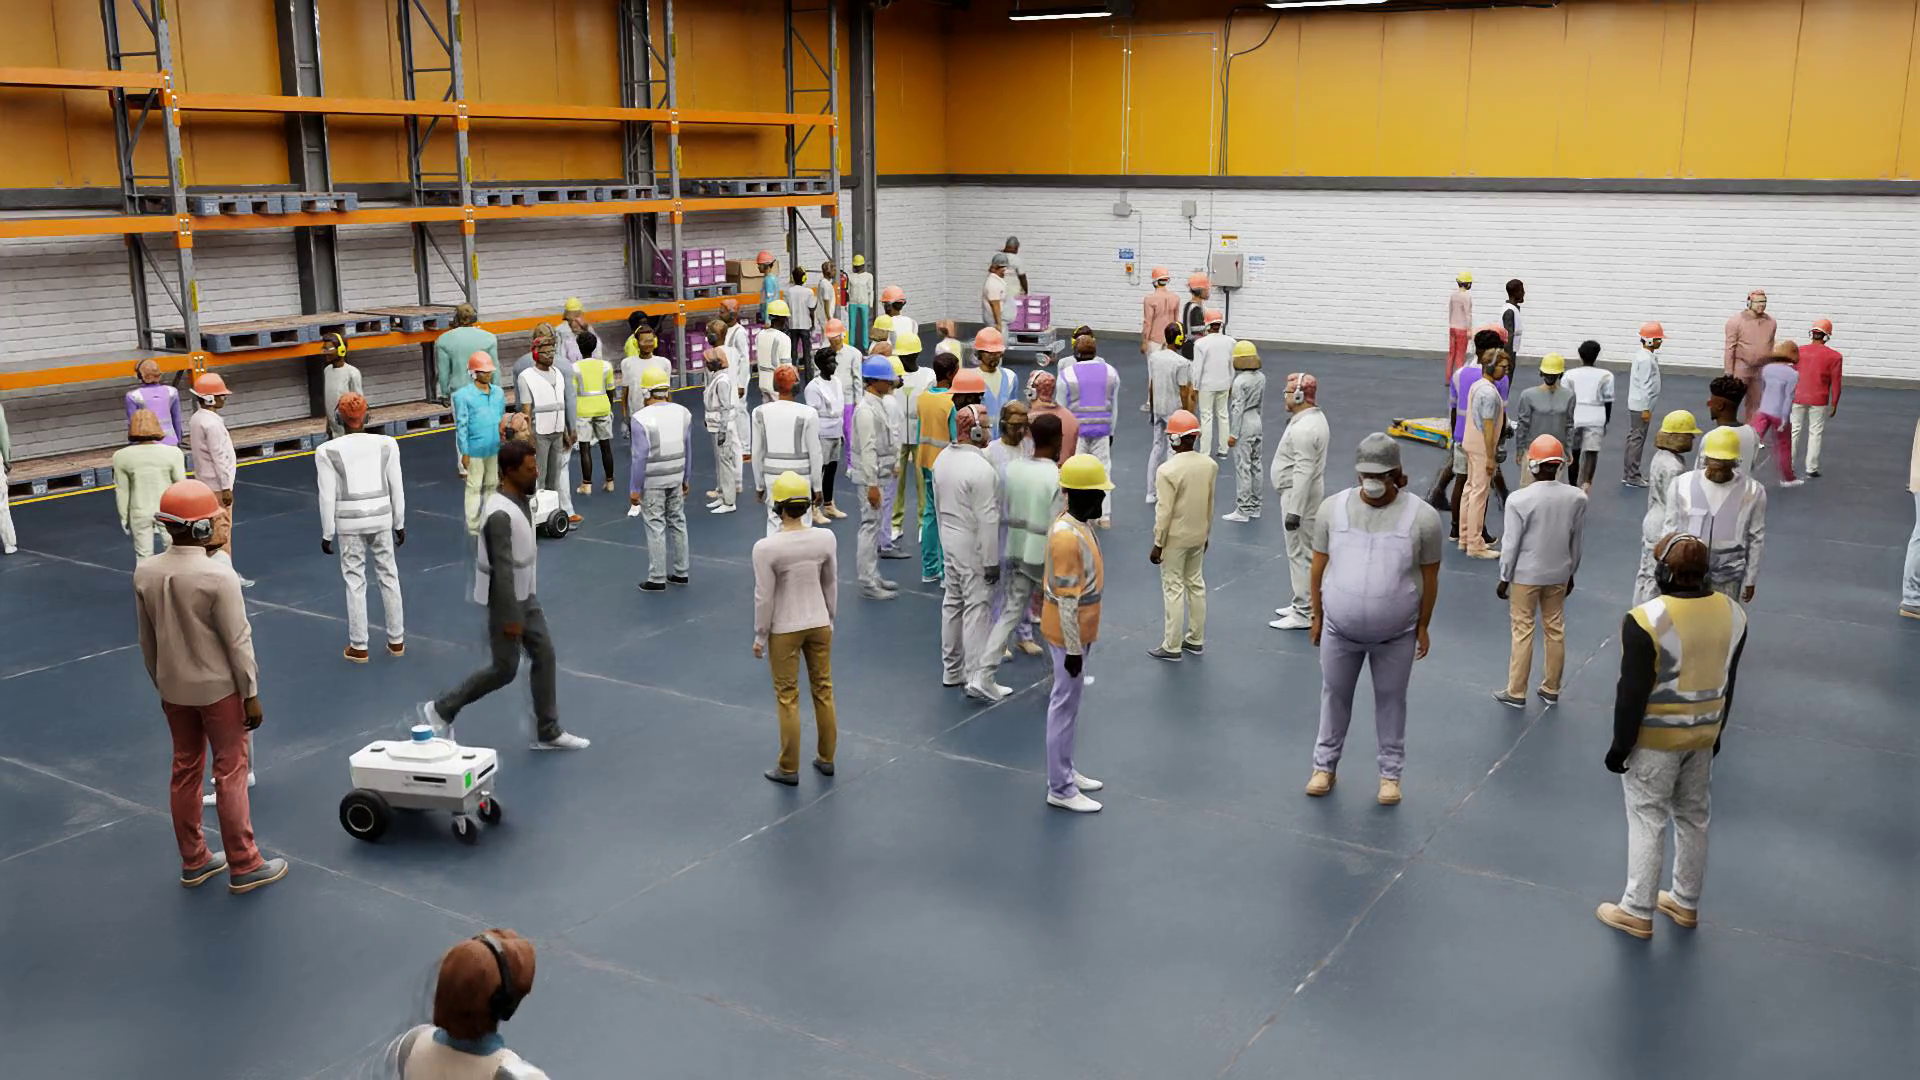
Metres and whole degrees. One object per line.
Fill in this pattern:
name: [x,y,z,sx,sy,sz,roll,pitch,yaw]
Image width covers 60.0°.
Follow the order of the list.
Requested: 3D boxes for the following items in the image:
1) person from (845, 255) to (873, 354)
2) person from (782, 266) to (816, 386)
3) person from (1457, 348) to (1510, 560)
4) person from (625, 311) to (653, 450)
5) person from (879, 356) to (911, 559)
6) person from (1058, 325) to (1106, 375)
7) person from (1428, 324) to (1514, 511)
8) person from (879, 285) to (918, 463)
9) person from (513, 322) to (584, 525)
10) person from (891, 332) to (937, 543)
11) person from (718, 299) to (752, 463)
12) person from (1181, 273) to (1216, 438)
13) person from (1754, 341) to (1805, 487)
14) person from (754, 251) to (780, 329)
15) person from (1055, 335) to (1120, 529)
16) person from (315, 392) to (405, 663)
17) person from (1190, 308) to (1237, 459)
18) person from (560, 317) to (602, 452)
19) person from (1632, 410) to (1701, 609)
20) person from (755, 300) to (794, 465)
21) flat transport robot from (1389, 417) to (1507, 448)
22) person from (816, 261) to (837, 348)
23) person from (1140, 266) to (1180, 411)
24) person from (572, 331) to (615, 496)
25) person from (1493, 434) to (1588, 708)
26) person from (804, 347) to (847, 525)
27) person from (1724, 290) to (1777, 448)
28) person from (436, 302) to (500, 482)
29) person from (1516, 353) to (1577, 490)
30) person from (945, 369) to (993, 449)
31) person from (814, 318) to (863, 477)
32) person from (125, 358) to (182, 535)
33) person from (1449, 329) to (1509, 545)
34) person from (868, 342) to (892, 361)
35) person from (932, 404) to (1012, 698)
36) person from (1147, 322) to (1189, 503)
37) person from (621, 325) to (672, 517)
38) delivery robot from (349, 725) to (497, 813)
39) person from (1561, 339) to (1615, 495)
person: [-1.800,-4.189,29.595,0.522,1.761,0.327,-1,13,-3]
person: [-2.391,-3.131,24.762,0.515,1.872,0.333,3,13,13]
person: [4.572,-0.755,14.529,0.349,1.838,0.505,1,13,4]
person: [-3.768,-1.856,19.603,0.316,1.699,0.542,1,13,5]
person: [-0.612,-0.724,14.545,0.329,1.769,0.526,-4,13,-15]
person: [1.190,-1.158,16.211,0.531,1.867,0.316,-4,13,-15]
person: [5.131,-1.183,16.339,1.043,1.868,0.532,1,13,6]
person: [-0.747,-1.852,18.836,0.374,2.044,0.605,10,16,37]
person: [-3.896,-1.084,15.731,0.629,1.940,0.379,4,14,18]
person: [-0.450,-0.924,15.067,0.594,1.922,0.375,2,13,9]
person: [-2.578,-1.811,19.007,0.354,1.881,0.576,-6,14,-25]
person: [2.978,-2.316,20.877,0.414,2.032,0.647,-1,13,-2]
person: [8.546,-1.306,17.480,0.899,1.581,0.510,-6,14,-23]
person: [-2.973,-3.448,25.792,0.409,2.036,0.609,-1,13,-4]
person: [1.178,-1.002,15.631,0.624,1.837,0.431,-3,13,-13]
person: [-4.132,-0.085,11.519,0.573,1.883,0.354,-9,16,-33]
person: [2.913,-1.794,19.211,0.561,1.753,0.330,-5,14,-22]
person: [-4.537,-1.872,19.905,0.539,1.586,0.878,4,14,17]
person: [4.955,-0.048,11.664,0.317,1.743,0.488,2,13,10]
person: [-2.025,-1.690,18.408,0.397,1.920,0.587,-11,17,-40]
flat transport robot: [5.970,-1.316,20.394,0.652,0.197,1.431,-5,14,-22]
person: [-2.117,-3.516,26.507,0.340,1.837,0.506,-2,13,-7]
person: [2.742,-2.763,22.890,0.622,1.994,0.381,-8,15,-33]
person: [-3.821,-1.305,17.218,0.537,1.695,0.320,-9,16,-33]
person: [3.672,0.199,10.573,0.561,1.752,0.324,-3,13,-13]
person: [-1.272,-1.001,15.902,0.316,1.695,0.542,7,15,27]
person: [9.481,-2.041,19.954,0.641,1.908,0.407,-2,13,-9]
person: [-5.275,-1.589,17.921,0.635,1.938,0.354,-4,14,-16]
person: [5.240,-0.801,14.889,0.533,1.763,0.325,-1,13,-3]
person: [0.068,-0.307,12.361,0.356,1.937,0.552,-1,13,-6]
person: [-1.342,-1.554,18.208,0.573,1.741,0.355,4,14,17]
person: [-7.454,-0.866,15.442,0.307,1.641,0.514,9,16,34]
person: [4.670,-0.922,14.991,0.376,1.958,0.603,-9,16,-33]
person: [-0.785,-1.190,16.856,0.279,1.634,0.498,-4,14,-16]
person: [0.086,0.069,10.801,0.408,1.909,0.638,-7,15,-29]
person: [2.098,-1.254,16.666,0.344,1.856,0.525,-11,17,-41]
person: [-3.045,-1.158,16.203,0.521,1.872,0.328,-2,13,-9]
delivery robot: [-2.778,1.204,8.636,0.707,0.478,0.477,3,13,11]
person: [6.272,-1.172,16.721,0.525,1.671,0.748,7,15,26]
